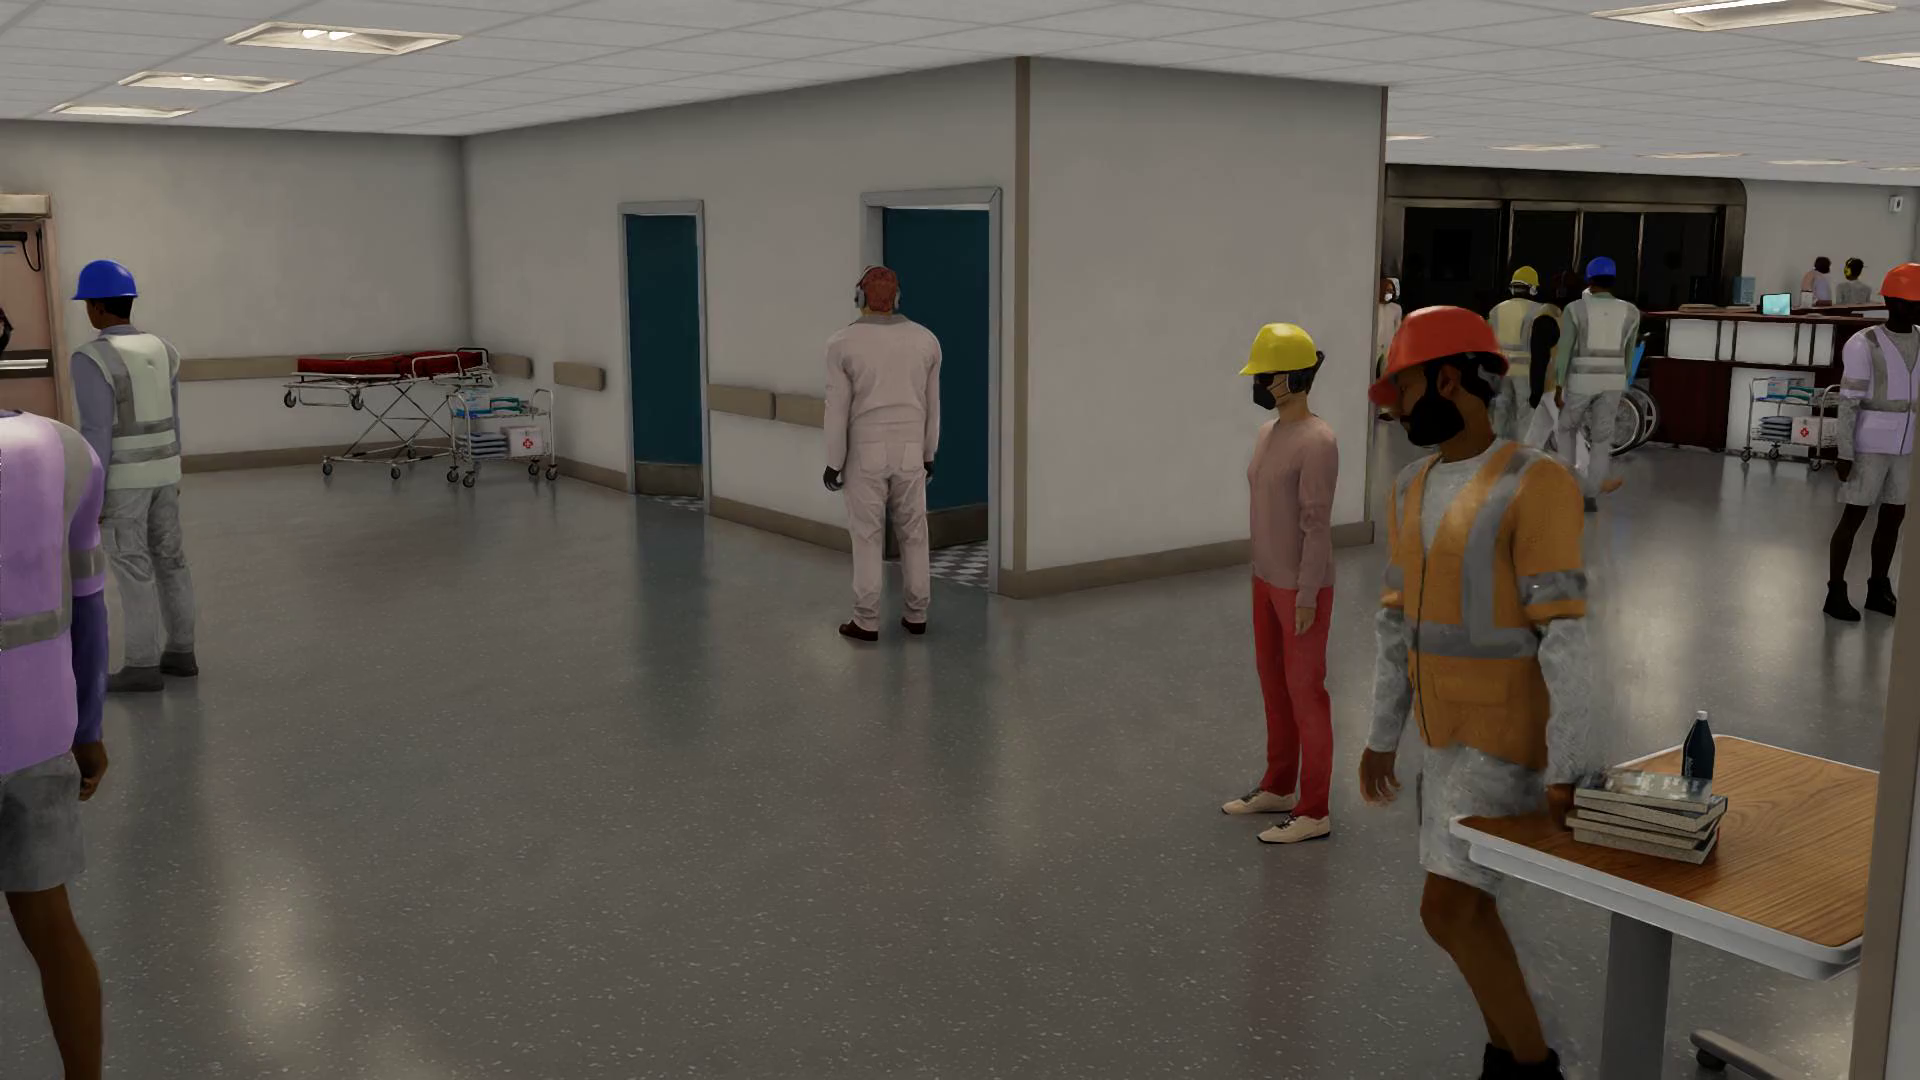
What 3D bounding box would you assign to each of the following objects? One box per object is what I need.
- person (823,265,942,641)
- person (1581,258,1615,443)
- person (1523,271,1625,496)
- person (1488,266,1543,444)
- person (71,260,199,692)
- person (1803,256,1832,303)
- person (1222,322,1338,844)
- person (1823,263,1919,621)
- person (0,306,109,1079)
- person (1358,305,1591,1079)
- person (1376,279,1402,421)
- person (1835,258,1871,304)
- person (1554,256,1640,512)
[{"bbox_3d":[-0.412,-0.439,8.517,0.643,1.910,0.400,-5,11,-26],"label":"person"},{"bbox_3d":[6.269,-1.841,16.442,0.359,1.882,0.575,9,13,40],"label":"person"},{"bbox_3d":[4.895,-1.237,13.322,0.925,1.792,0.633,7,12,33],"label":"person"},{"bbox_3d":[4.930,-1.491,14.658,0.403,1.825,0.599,-7,12,-34],"label":"person"},{"bbox_3d":[-3.761,-0.284,7.534,0.405,1.946,0.609,2,10,12],"label":"person"},{"bbox_3d":[13.849,-3.681,26.972,0.504,1.810,0.725,1,10,5],"label":"person"},{"bbox_3d":[1.099,0.145,5.672,0.329,1.760,0.520,-2,10,-13],"label":"person"},{"bbox_3d":[4.952,-0.507,8.878,0.556,1.924,0.431,-2,10,-12],"label":"person"},{"bbox_3d":[-2.039,0.409,3.431,0.404,2.030,0.619,4,11,19],"label":"person"},{"bbox_3d":[1.146,0.437,3.692,0.420,1.882,0.655,-3,10,-14],"label":"person"},{"bbox_3d":[4.787,-2.150,18.904,0.504,1.627,0.285,-2,10,-13],"label":"person"},{"bbox_3d":[11.531,-2.723,21.509,0.522,1.847,0.821,-3,10,-15],"label":"person"},{"bbox_3d":[4.791,-1.176,12.611,0.613,1.918,0.556,1,10,5],"label":"person"}]
